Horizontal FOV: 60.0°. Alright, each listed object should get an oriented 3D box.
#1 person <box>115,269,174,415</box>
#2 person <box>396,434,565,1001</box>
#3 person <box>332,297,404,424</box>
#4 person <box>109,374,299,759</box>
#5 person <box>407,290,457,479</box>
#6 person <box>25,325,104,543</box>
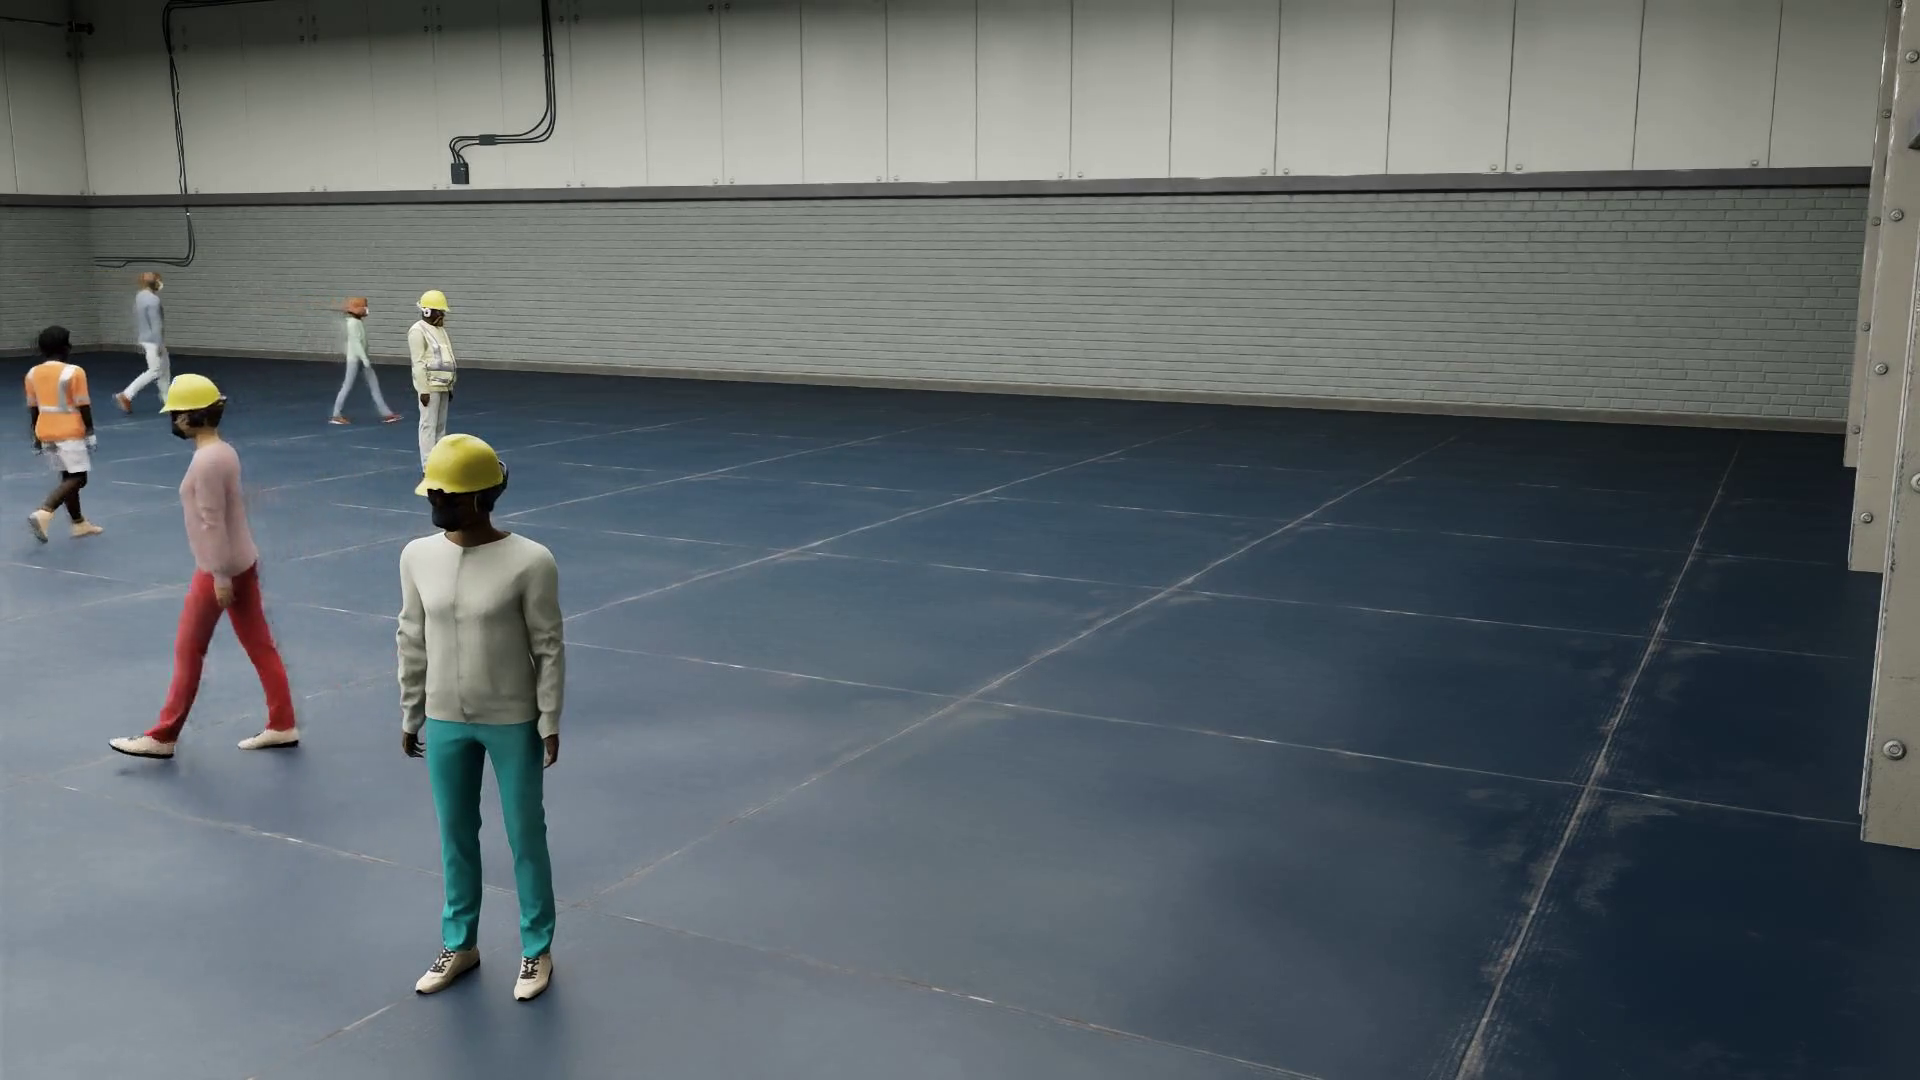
[{"bbox_3d":[-10.627,-2.573,21.750,0.851,1.916,0.637,-9,13,-39],"label":"person"},{"bbox_3d":[-1.473,0.550,5.102,0.533,1.766,0.319,2,11,10],"label":"person"},{"bbox_3d":[-7.476,-2.237,20.776,0.860,1.590,0.498,0,10,0],"label":"person"},{"bbox_3d":[-3.433,0.130,7.463,0.844,1.728,0.557,-2,11,-11],"label":"person"},{"bbox_3d":[-5.041,-1.478,15.982,0.403,1.829,0.588,1,10,5],"label":"person"},{"bbox_3d":[-6.892,-0.800,12.690,0.538,1.676,0.702,4,11,20],"label":"person"}]
